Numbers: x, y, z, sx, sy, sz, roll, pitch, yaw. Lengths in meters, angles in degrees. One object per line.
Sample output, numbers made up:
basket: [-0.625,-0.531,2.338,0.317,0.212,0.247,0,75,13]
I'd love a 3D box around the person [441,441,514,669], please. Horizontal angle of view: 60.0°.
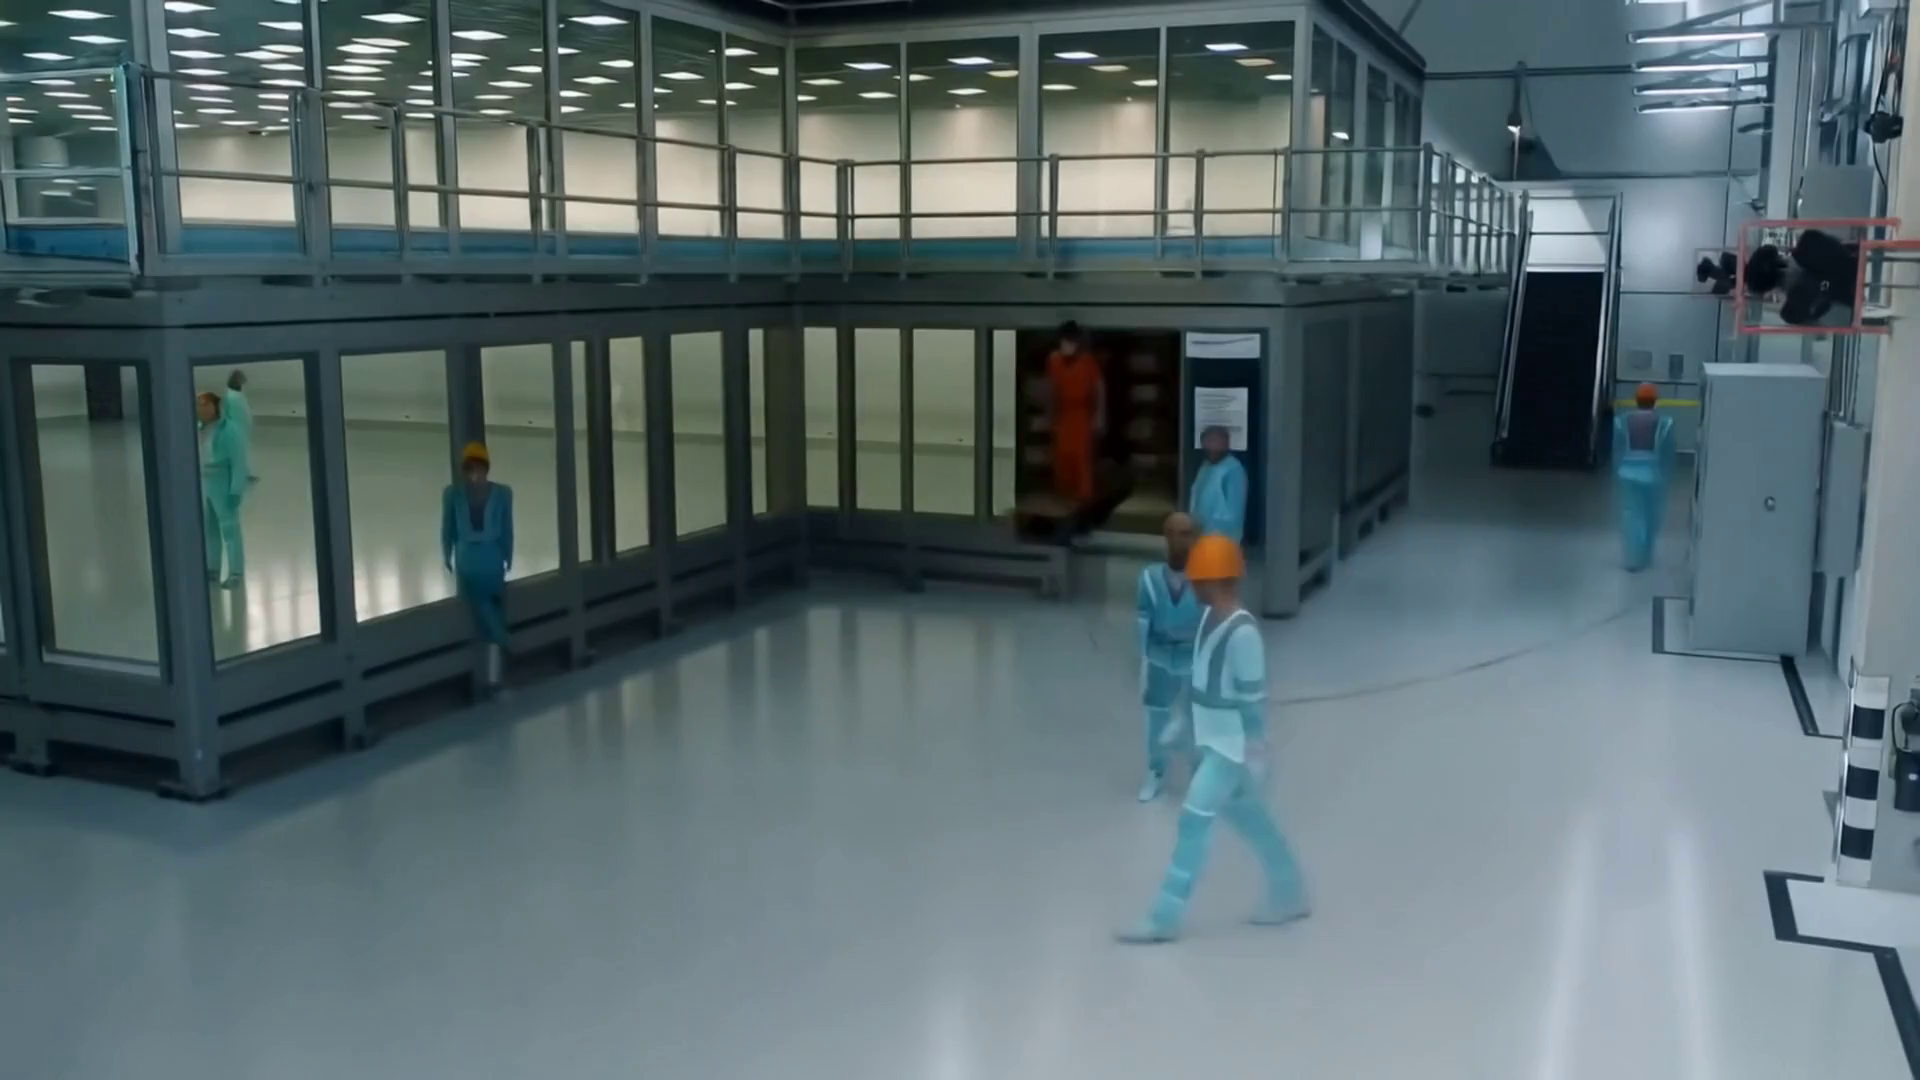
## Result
person: [-3.762,0.094,12.984,0.535,1.739,0.737,-3,10,-16]

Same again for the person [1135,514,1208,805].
person: [1.249,0.691,9.449,0.537,1.696,0.321,4,10,24]

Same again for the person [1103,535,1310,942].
person: [1.190,0.901,7.605,1.013,1.885,0.562,-1,9,-4]

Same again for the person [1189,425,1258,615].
person: [2.136,-0.030,13.518,0.631,1.827,0.631,-3,10,-16]

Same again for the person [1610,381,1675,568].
person: [7.056,-0.679,17.172,0.644,1.927,0.611,6,11,32]
